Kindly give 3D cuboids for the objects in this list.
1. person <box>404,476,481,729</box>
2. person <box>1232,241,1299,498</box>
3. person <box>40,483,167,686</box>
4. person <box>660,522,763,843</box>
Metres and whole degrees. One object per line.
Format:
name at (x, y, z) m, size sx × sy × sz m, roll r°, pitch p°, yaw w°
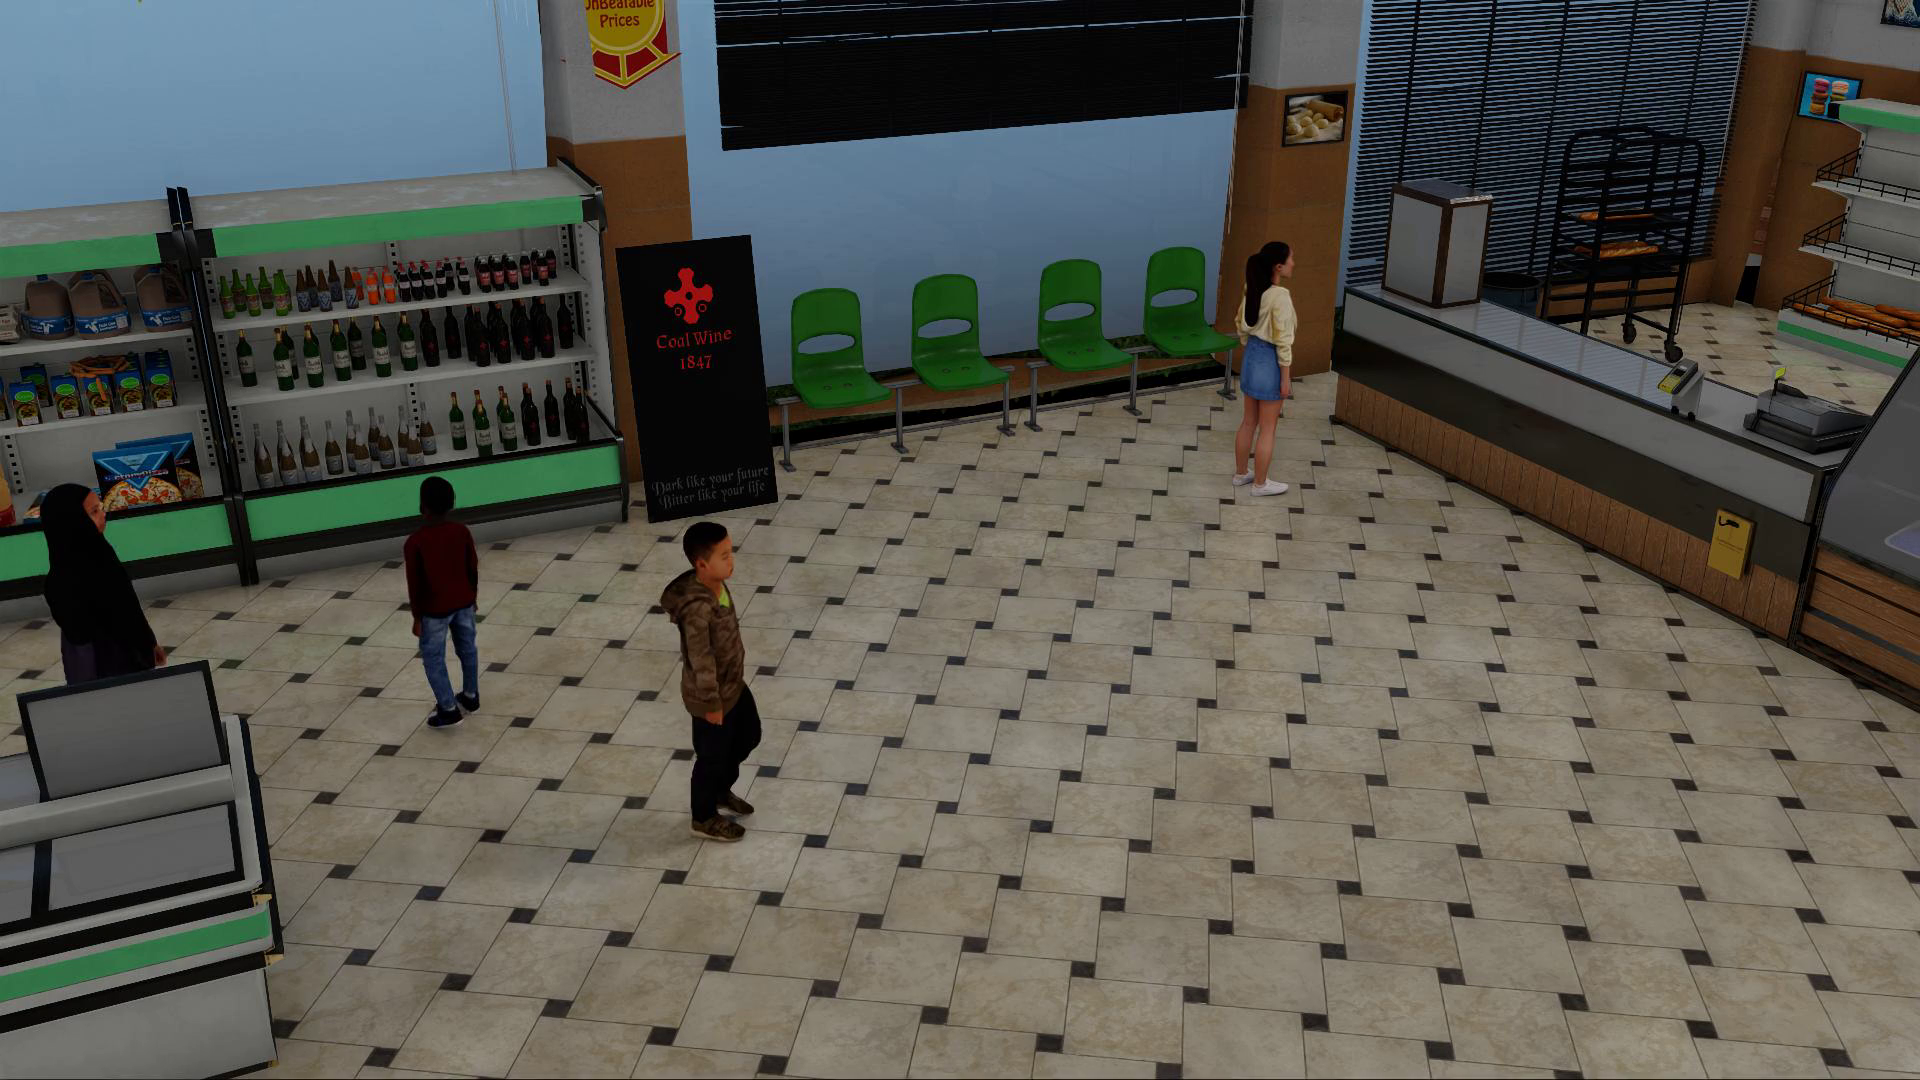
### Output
person at (-2.422, 0.301, 7.871) m, size 0.668 × 1.255 × 0.583 m, roll 21°, pitch 31°, yaw 39°
person at (1.935, -1.094, 10.592) m, size 0.512 × 1.630 × 0.632 m, roll -11°, pitch 26°, yaw -23°
person at (-3.628, 0.522, 6.942) m, size 1.163 × 1.595 × 0.802 m, roll -4°, pitch 24°, yaw -10°
person at (-1.098, 0.595, 6.962) m, size 0.741 × 1.446 × 0.711 m, roll 2°, pitch 24°, yaw 5°
